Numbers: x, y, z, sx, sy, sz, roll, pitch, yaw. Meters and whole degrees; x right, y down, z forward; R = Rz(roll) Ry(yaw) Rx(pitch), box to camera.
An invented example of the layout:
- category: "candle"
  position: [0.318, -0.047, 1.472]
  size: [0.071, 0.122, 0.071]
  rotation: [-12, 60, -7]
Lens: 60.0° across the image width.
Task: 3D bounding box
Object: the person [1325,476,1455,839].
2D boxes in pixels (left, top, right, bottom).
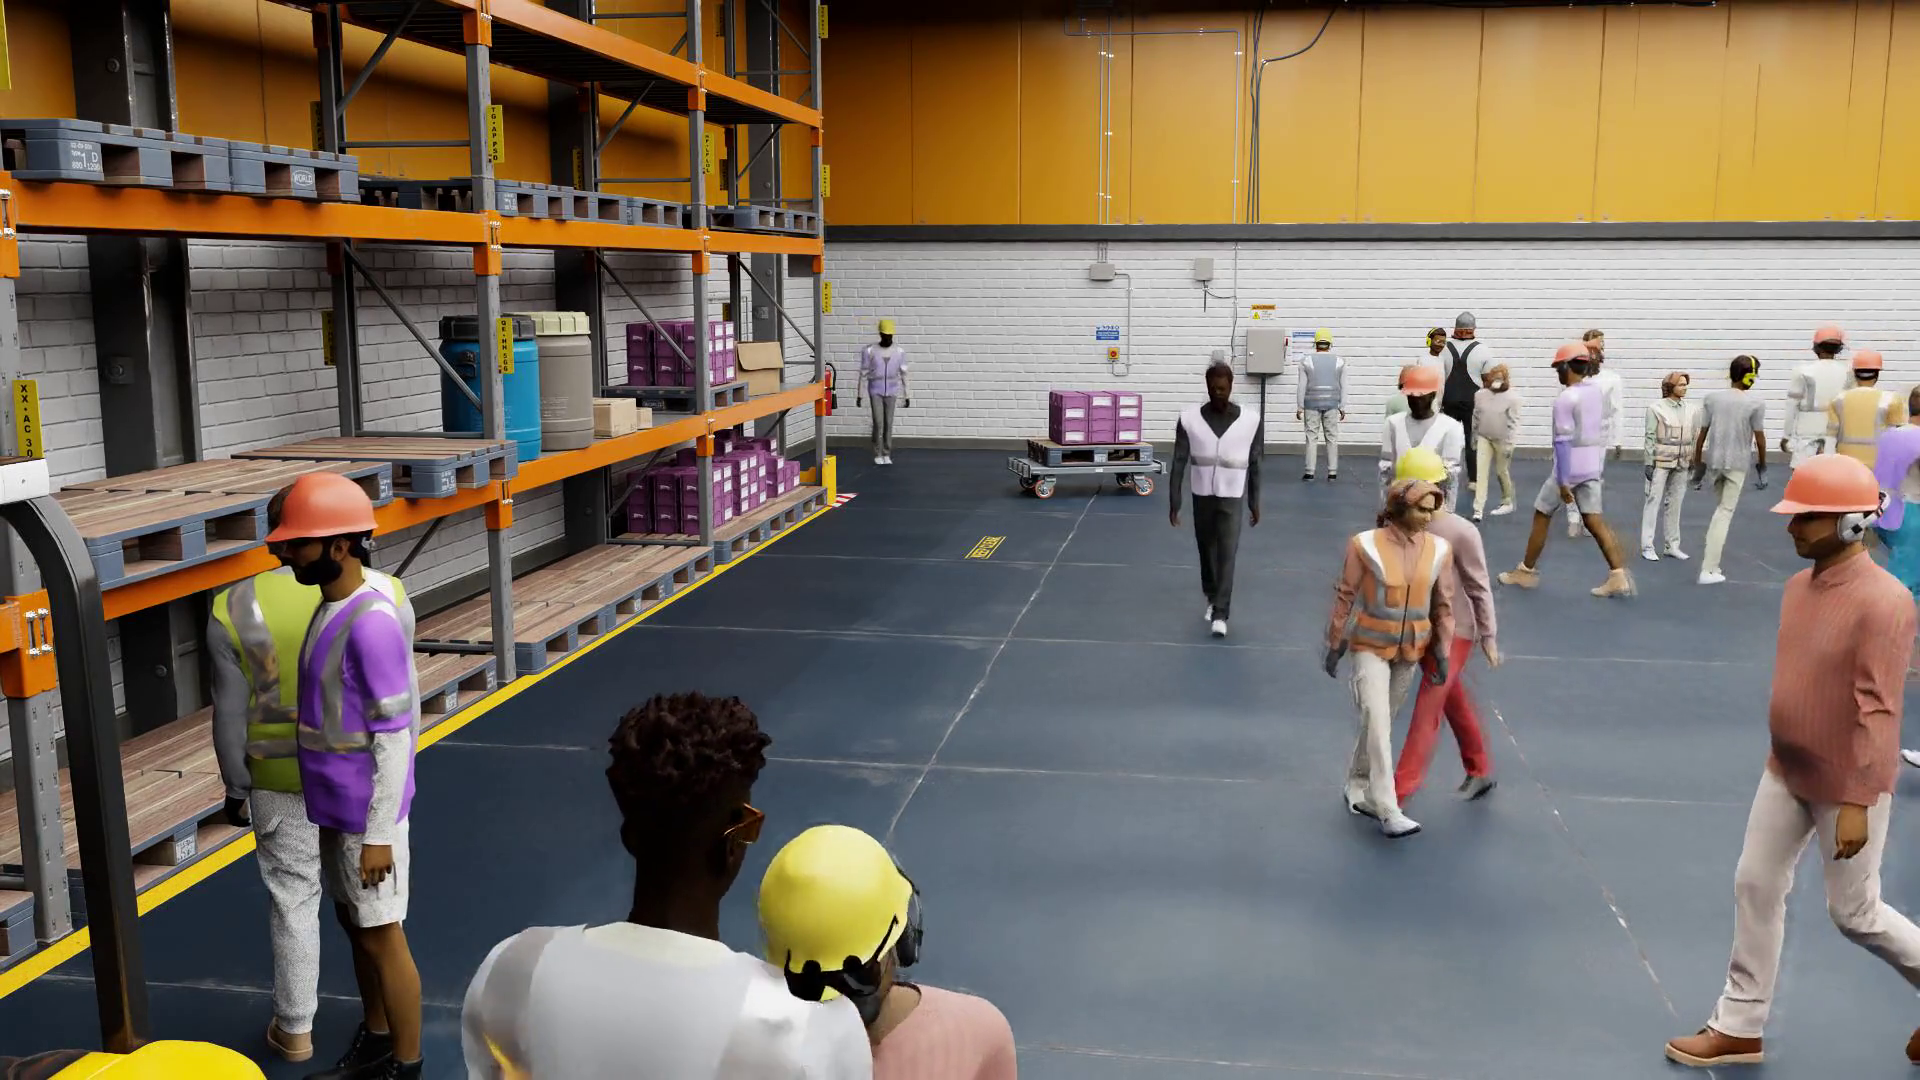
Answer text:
- category: "person"
  position: [1.934, 0.518, 7.411]
  size: [0.557, 1.587, 0.855]
  rotation: [-2, 9, -11]

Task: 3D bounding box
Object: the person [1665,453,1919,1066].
- category: "person"
  position: [2.738, 0.710, 5.123]
  size: [0.887, 1.966, 0.615]
  rotation: [-1, 9, -6]

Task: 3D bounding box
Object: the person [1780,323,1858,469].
- category: "person"
  position: [8.028, -0.998, 15.473]
  size: [0.607, 2.025, 0.827]
  rotation: [0, 9, 3]

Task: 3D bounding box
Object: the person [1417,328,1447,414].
- category: "person"
  position: [5.353, -1.470, 18.864]
  size: [0.520, 1.864, 0.333]
  rotation: [-9, 13, -44]

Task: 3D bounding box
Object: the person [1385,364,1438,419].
- category: "person"
  position: [4.325, -0.878, 15.942]
  size: [0.521, 1.614, 0.393]
  rotation: [2, 9, 13]

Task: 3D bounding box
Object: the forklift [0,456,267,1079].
- category: "forklift"
  position: [-2.328, 0.975, 2.765]
  size: [2.313, 2.155, 1.214]
  rotation: [1, 9, 9]

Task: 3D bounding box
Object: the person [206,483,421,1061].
- category: "person"
  position: [-2.045, 0.735, 5.322]
  size: [0.625, 1.847, 0.429]
  rotation: [-5, 11, -30]

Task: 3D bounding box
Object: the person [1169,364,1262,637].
- category: "person"
  position: [1.774, -0.289, 11.575]
  size: [0.614, 1.859, 1.022]
  rotation: [2, 9, 12]

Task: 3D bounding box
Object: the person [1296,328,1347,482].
- category: "person"
  position: [4.286, -1.599, 19.750]
  size: [0.601, 1.830, 0.403]
  rotation: [0, 9, 0]

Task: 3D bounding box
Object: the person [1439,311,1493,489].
- category: "person"
  position: [5.791, -1.604, 19.143]
  size: [0.682, 2.000, 0.537]
  rotation: [5, 11, 29]

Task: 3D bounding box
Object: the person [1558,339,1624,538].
- category: "person"
  position: [5.876, -0.939, 15.554]
  size: [0.607, 1.862, 0.585]
  rotation: [3, 10, 20]

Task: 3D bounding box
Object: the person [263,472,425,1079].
- category: "person"
  position: [-1.782, 0.766, 4.843]
  size: [0.360, 1.935, 0.552]
  rotation: [-6, 11, -34]

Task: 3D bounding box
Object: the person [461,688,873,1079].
- category: "person"
  position: [-0.356, 1.152, 2.499]
  size: [0.640, 1.914, 0.975]
  rotation: [4, 10, 22]

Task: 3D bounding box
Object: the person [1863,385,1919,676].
- category: "person"
  position: [5.835, -0.052, 10.235]
  size: [0.468, 1.821, 0.557]
  rotation: [1, 9, 5]

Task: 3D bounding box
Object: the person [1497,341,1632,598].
- category: "person"
  position: [4.745, -0.540, 12.830]
  size: [0.597, 1.982, 1.041]
  rotation: [-6, 11, -34]

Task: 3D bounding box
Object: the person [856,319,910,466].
- category: "person"
  position: [-0.968, -1.881, 21.301]
  size: [0.664, 1.890, 0.758]
  rotation: [-3, 10, -17]

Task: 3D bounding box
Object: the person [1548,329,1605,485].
- category: "person"
  position: [7.290, -1.562, 19.526]
  size: [0.559, 1.830, 0.526]
  rotation: [5, 11, 29]

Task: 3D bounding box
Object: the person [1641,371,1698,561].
- category: "person"
  position: [6.150, -0.641, 14.424]
  size: [0.514, 1.645, 0.307]
  rotation: [-3, 10, -15]

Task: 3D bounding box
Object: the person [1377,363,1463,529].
- category: "person"
  position: [3.076, -0.229, 11.075]
  size: [0.556, 1.912, 0.651]
  rotation: [7, 12, 38]

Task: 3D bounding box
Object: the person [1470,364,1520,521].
- category: "person"
  position: [5.392, -0.994, 16.806]
  size: [0.539, 1.574, 0.840]
  rotation: [7, 12, 39]

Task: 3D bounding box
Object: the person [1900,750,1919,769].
- category: "person"
  position: [5.064, 0.319, 7.957]
  size: [0.931, 1.817, 0.557]
  rotation: [-1, 9, -7]

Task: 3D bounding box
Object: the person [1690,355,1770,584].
- category: "person"
  position: [6.199, -0.565, 13.374]
  size: [0.668, 1.833, 0.523]
  rotation: [-7, 11, -36]

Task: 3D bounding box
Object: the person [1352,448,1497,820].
- category: "person"
  position: [2.180, 0.430, 7.633]
  size: [0.959, 1.711, 0.547]
  rotation: [-5, 10, -27]

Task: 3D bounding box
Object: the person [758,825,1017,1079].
- category: "person"
  position: [-0.148, 1.247, 2.495]
  size: [0.547, 1.737, 0.345]
  rotation: [-4, 10, -25]

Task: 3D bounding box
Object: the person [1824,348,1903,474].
- category: "person"
  position: [7.280, -0.605, 13.470]
  size: [1.001, 1.895, 0.550]
  rotation: [-8, 12, -42]
